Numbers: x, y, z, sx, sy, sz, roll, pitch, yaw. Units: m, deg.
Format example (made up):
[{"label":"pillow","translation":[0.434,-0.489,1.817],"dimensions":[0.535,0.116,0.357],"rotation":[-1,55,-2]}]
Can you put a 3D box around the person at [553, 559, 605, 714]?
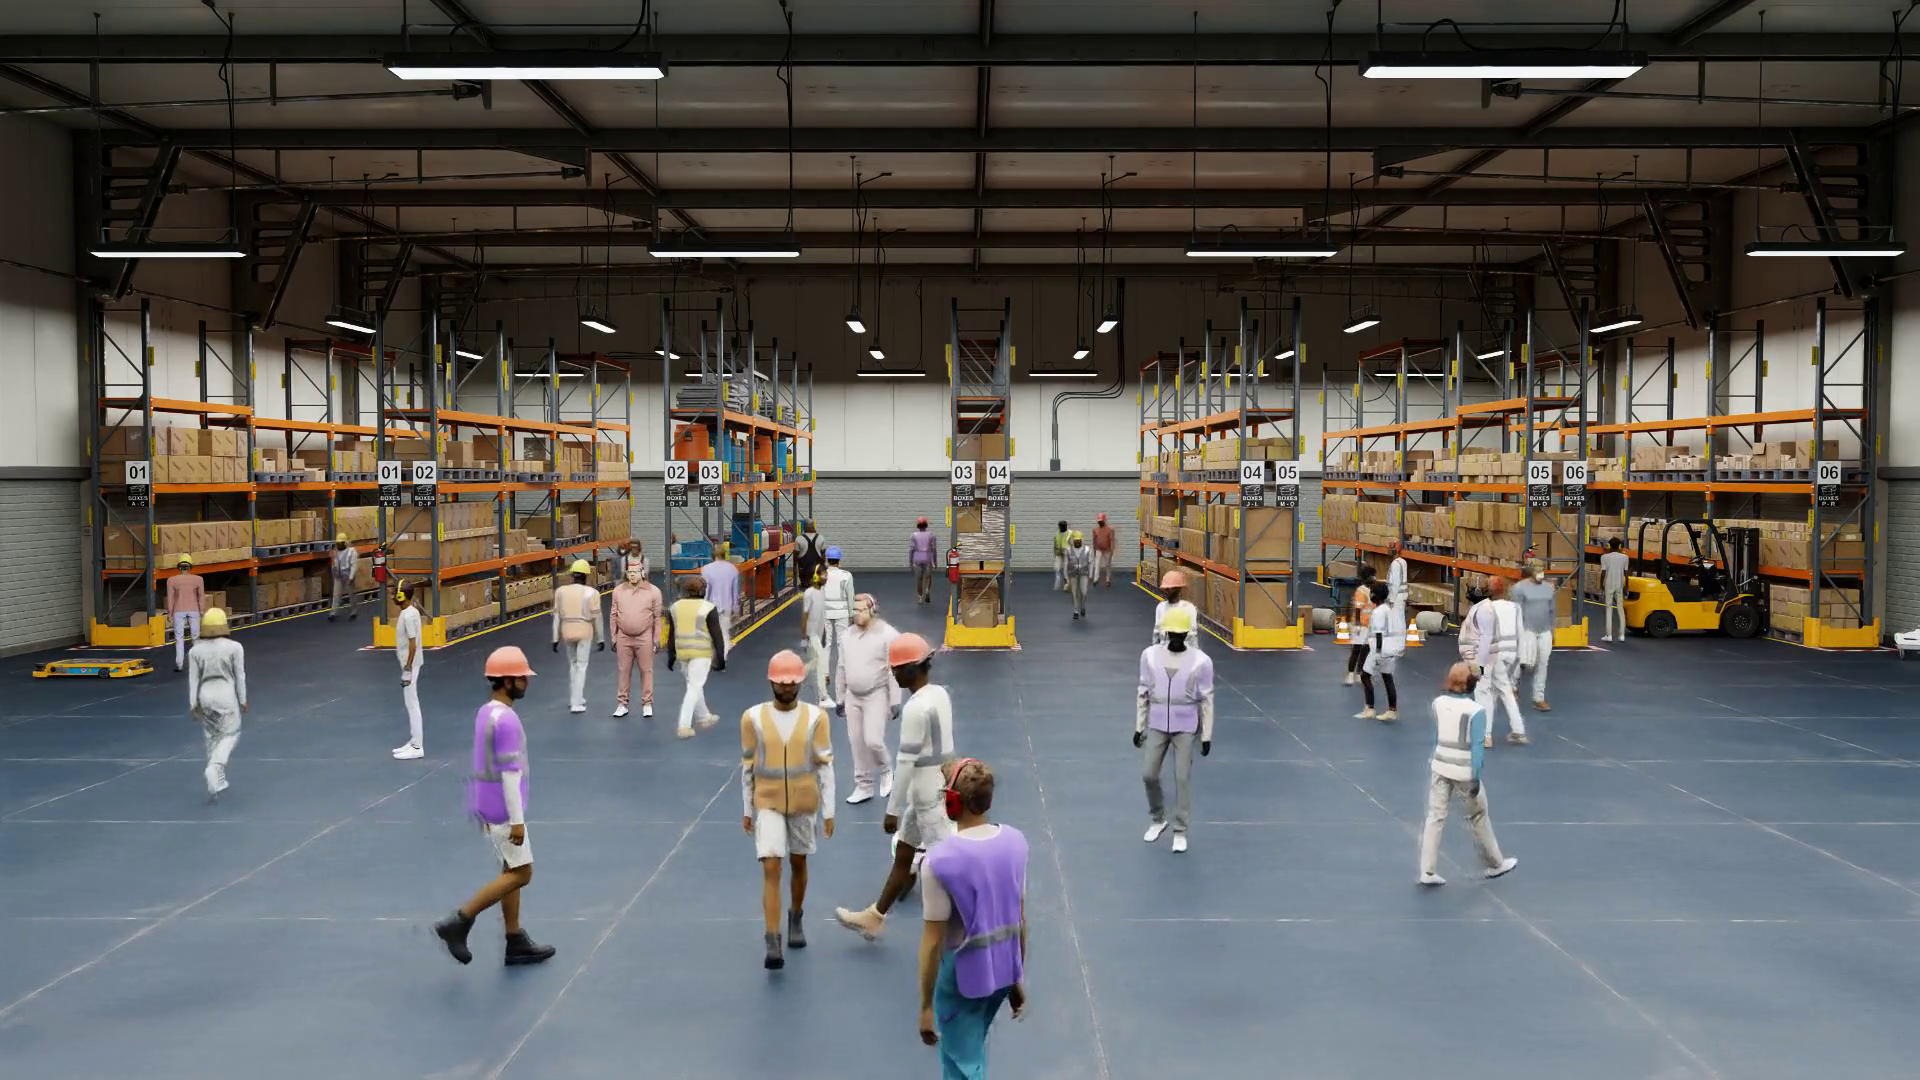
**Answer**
[{"label":"person","translation":[-4.727,1.190,20.222],"dimensions":[0.608,1.891,0.828],"rotation":[0,2,10]}]

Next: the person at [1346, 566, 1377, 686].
[{"label":"person","translation":[5.649,1.207,22.670],"dimensions":[0.334,1.672,0.663],"rotation":[2,3,34]}]

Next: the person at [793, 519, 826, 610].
[{"label":"person","translation":[-3.328,0.532,35.525],"dimensions":[0.686,2.000,0.738],"rotation":[-1,2,-18]}]

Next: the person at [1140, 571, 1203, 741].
[{"label":"person","translation":[2.402,1.286,18.023],"dimensions":[1.021,1.892,0.558],"rotation":[-2,3,-37]}]

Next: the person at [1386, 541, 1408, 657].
[{"label":"person","translation":[7.114,0.954,26.329],"dimensions":[0.354,1.883,0.572],"rotation":[1,3,28]}]

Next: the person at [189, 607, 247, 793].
[{"label":"person","translation":[-6.878,1.483,14.909],"dimensions":[0.486,1.720,0.650],"rotation":[0,2,-3]}]

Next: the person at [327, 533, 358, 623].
[{"label":"person","translation":[-12.428,0.759,32.559],"dimensions":[0.589,1.785,0.919],"rotation":[0,2,6]}]

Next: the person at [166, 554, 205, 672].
[{"label":"person","translation":[-11.653,1.093,24.295],"dimensions":[0.533,1.767,0.326],"rotation":[-2,3,-35]}]

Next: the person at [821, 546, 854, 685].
[{"label":"person","translation":[-1.774,1.063,22.756],"dimensions":[0.602,1.949,0.392],"rotation":[0,2,8]}]

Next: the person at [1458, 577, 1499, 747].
[{"label":"person","translation":[5.659,1.320,17.632],"dimensions":[0.429,1.841,0.633],"rotation":[1,2,16]}]

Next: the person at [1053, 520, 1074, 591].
[{"label":"person","translation":[2.605,0.407,41.012],"dimensions":[0.620,1.814,0.714],"rotation":[1,3,26]}]

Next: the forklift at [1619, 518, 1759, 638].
[{"label":"forklift","translation":[13.417,0.684,29.791],"dimensions":[2.313,2.155,1.214],"rotation":[0,2,0]}]

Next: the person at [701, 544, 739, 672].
[{"label":"person","translation":[-3.628,1.016,24.203],"dimensions":[0.655,1.926,0.437],"rotation":[-2,3,-39]}]

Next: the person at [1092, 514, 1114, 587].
[{"label":"person","translation":[3.798,0.278,42.779],"dimensions":[0.615,1.941,1.020],"rotation":[1,2,18]}]

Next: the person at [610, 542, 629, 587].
[{"label":"person","translation":[-6.972,0.829,33.346],"dimensions":[0.519,1.578,0.724],"rotation":[0,2,-11]}]

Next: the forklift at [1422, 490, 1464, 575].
[{"label":"forklift","translation":[13.926,-0.371,47.846],"dimensions":[1.873,2.768,1.129],"rotation":[0,2,0]}]

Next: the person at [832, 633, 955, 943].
[{"label":"person","translation":[-0.270,1.560,9.944],"dimensions":[1.091,1.971,0.625],"rotation":[1,2,13]}]

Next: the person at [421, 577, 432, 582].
[{"label":"person","translation":[-10.937,0.644,33.431],"dimensions":[0.546,1.939,0.375],"rotation":[1,3,26]}]

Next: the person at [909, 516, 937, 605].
[{"label":"person","translation":[-0.849,0.465,36.882],"dimensions":[0.636,2.022,0.441],"rotation":[0,2,-3]}]

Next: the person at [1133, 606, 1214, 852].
[{"label":"person","translation":[1.680,1.476,12.749],"dimensions":[0.649,1.915,0.424],"rotation":[1,2,22]}]

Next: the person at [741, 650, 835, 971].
[{"label":"person","translation":[-1.044,1.611,9.822],"dimensions":[0.566,1.879,1.002],"rotation":[0,2,-9]}]

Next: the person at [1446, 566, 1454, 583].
[{"label":"person","translation":[12.792,0.269,42.185],"dimensions":[0.623,1.992,0.396],"rotation":[0,2,8]}]

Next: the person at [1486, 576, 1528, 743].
[{"label":"person","translation":[5.965,1.314,17.998],"dimensions":[0.588,1.819,1.061],"rotation":[-1,2,-24]}]

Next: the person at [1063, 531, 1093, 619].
[{"label":"person","translation":[2.409,0.720,33.082],"dimensions":[0.618,1.810,0.564],"rotation":[0,2,7]}]

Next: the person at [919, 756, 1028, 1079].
[{"label":"person","translation":[0.087,1.777,6.424],"dimensions":[0.801,1.823,0.571],"rotation":[2,3,43]}]

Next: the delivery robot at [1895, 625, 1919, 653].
[{"label":"delivery robot","translation":[15.330,1.606,25.759],"dimensions":[0.707,0.478,0.477],"rotation":[2,3,41]}]

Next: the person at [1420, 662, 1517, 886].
[{"label":"person","translation":[3.629,1.677,11.615],"dimensions":[0.847,1.594,0.531],"rotation":[-1,3,-30]}]

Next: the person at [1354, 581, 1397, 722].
[{"label":"person","translation":[4.945,1.331,19.268],"dimensions":[0.611,1.672,0.557],"rotation":[1,3,29]}]

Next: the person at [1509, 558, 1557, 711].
[{"label":"person","translation":[7.227,1.174,20.397],"dimensions":[0.630,1.922,0.598],"rotation":[-1,2,-16]}]

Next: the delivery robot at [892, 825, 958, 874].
[{"label":"delivery robot","translation":[-0.120,2.178,11.346],"dimensions":[0.707,0.478,0.477],"rotation":[0,2,6]}]

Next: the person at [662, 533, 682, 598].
[{"label":"person","translation":[-6.746,0.625,37.906],"dimensions":[0.509,1.611,0.585],"rotation":[0,2,7]}]

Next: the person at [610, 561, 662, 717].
[{"label":"person","translation":[-3.967,1.204,19.732],"dimensions":[0.639,1.910,0.407],"rotation":[0,2,0]}]

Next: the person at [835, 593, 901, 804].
[{"label":"person","translation":[-0.849,1.420,14.499],"dimensions":[0.665,1.888,0.433],"rotation":[1,3,32]}]

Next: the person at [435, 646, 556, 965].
[{"label":"person","translation":[-2.769,1.596,9.643],"dimensions":[0.630,1.926,0.558],"rotation":[-1,3,-27]}]

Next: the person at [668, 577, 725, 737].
[{"label":"person","translation":[-2.996,1.316,18.413],"dimensions":[0.652,1.789,0.979],"rotation":[1,3,27]}]

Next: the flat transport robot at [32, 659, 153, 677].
[{"label":"flat transport robot","translation":[-12.715,1.874,23.691],"dimensions":[1.431,0.197,0.652],"rotation":[0,2,0]}]

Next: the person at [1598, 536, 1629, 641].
[{"label":"person","translation":[11.619,0.867,28.698],"dimensions":[0.533,1.868,0.310],"rotation":[0,2,2]}]

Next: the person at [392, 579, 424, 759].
[{"label":"person","translation":[-5.780,1.339,16.877],"dimensions":[0.329,1.865,0.513],"rotation":[-1,2,-17]}]

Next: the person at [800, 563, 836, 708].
[{"label":"person","translation":[-1.919,1.208,20.625],"dimensions":[0.825,1.840,0.521],"rotation":[1,2,18]}]

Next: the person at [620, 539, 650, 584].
[{"label":"person","translation":[-5.742,0.895,28.434],"dimensions":[0.549,1.830,0.440],"rotation":[0,2,-1]}]
